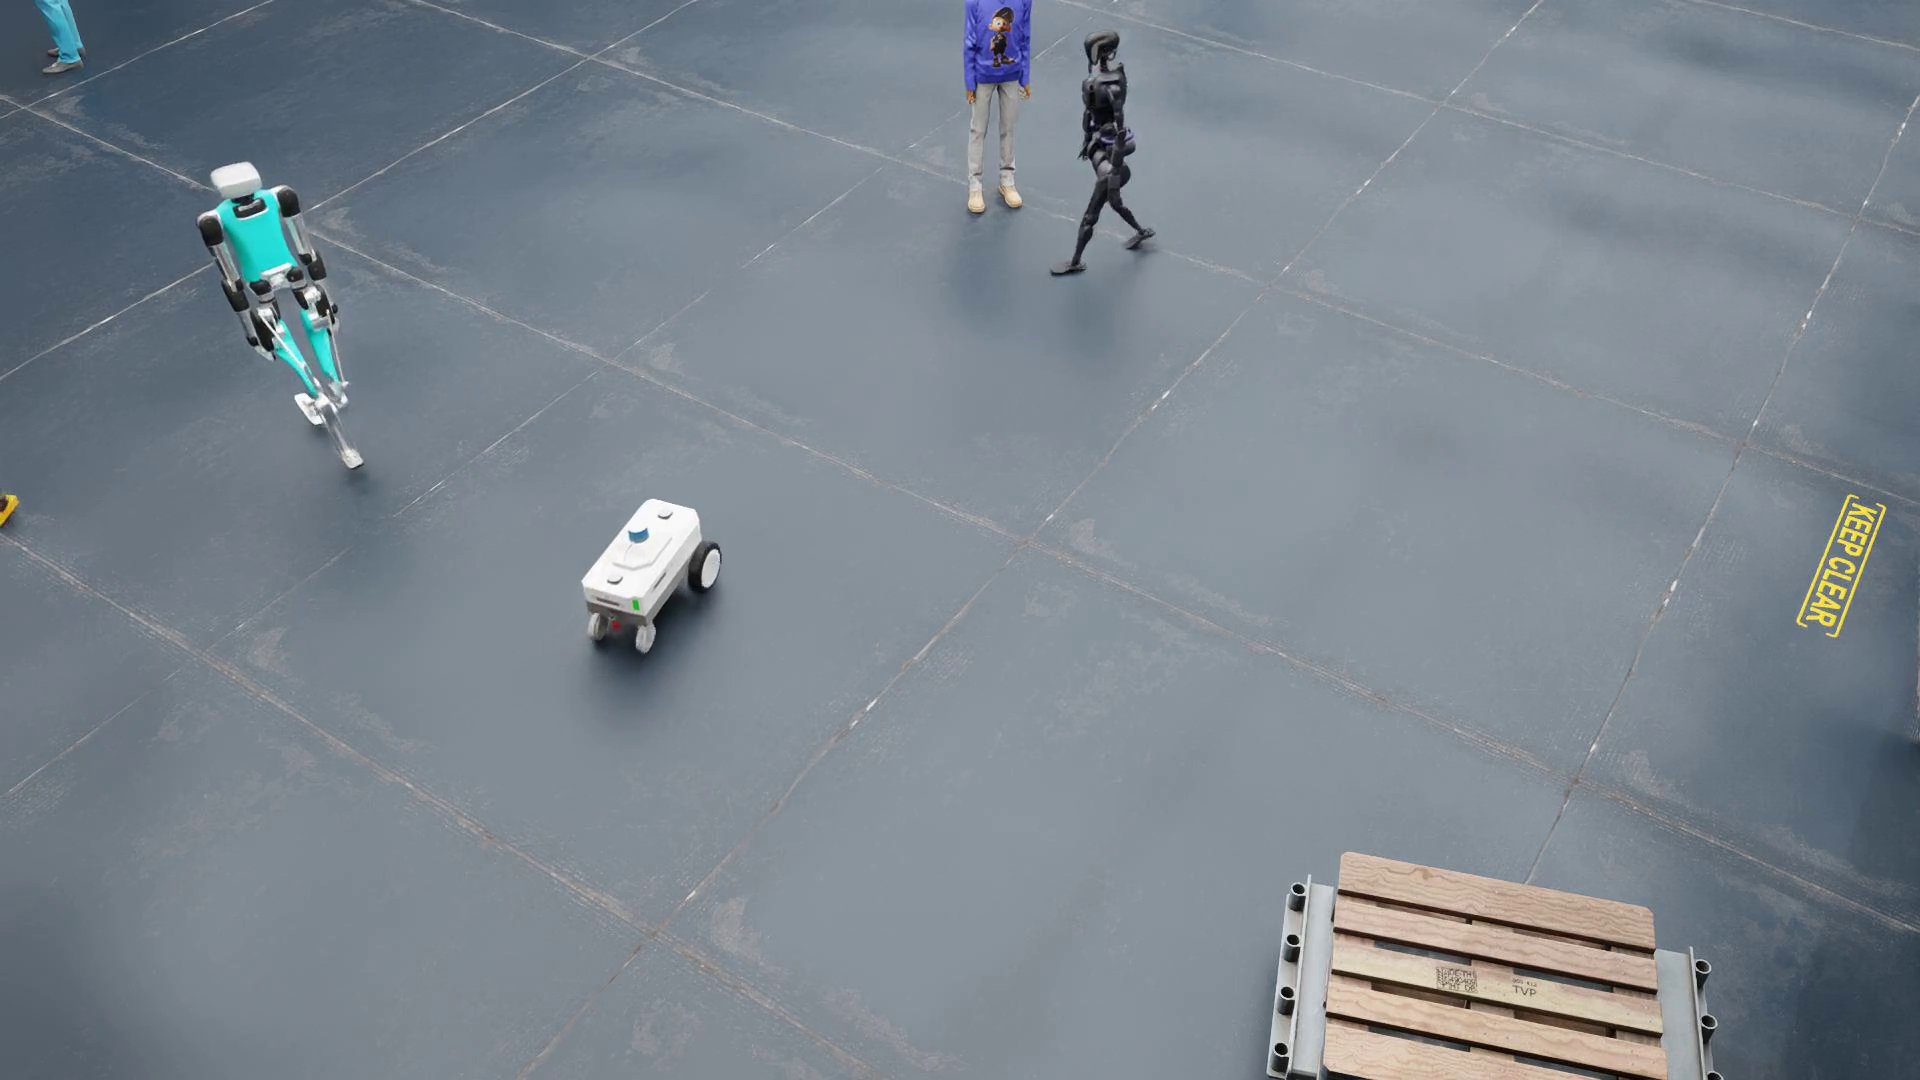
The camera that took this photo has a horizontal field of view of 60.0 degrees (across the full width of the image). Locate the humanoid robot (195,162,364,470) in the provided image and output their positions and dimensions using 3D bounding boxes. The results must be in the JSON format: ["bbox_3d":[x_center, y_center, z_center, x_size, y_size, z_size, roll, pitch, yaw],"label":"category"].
[{"bbox_3d":[-3.515,-1.104,8.929,0.541,1.719,1.046,-30,50,-29],"label":"humanoid robot"}]

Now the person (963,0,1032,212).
[{"bbox_3d":[0.249,-3.068,11.012,0.458,1.874,0.343,-9,43,-10],"label":"person"}]

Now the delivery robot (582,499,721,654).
[{"bbox_3d":[-1.589,0.135,8.404,0.499,0.581,0.768,14,44,15],"label":"delivery robot"}]

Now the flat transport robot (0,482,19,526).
[{"bbox_3d":[-5.895,-0.087,8.877,1.431,0.231,0.659,4,42,4],"label":"flat transport robot"}]

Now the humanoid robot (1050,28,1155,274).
[{"bbox_3d":[0.956,-2.467,10.527,0.790,1.632,0.612,-12,43,-13],"label":"humanoid robot"}]

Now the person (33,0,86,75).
[{"bbox_3d":[-7.055,-4.466,12.593,0.385,1.845,0.569,-10,43,-11],"label":"person"}]
